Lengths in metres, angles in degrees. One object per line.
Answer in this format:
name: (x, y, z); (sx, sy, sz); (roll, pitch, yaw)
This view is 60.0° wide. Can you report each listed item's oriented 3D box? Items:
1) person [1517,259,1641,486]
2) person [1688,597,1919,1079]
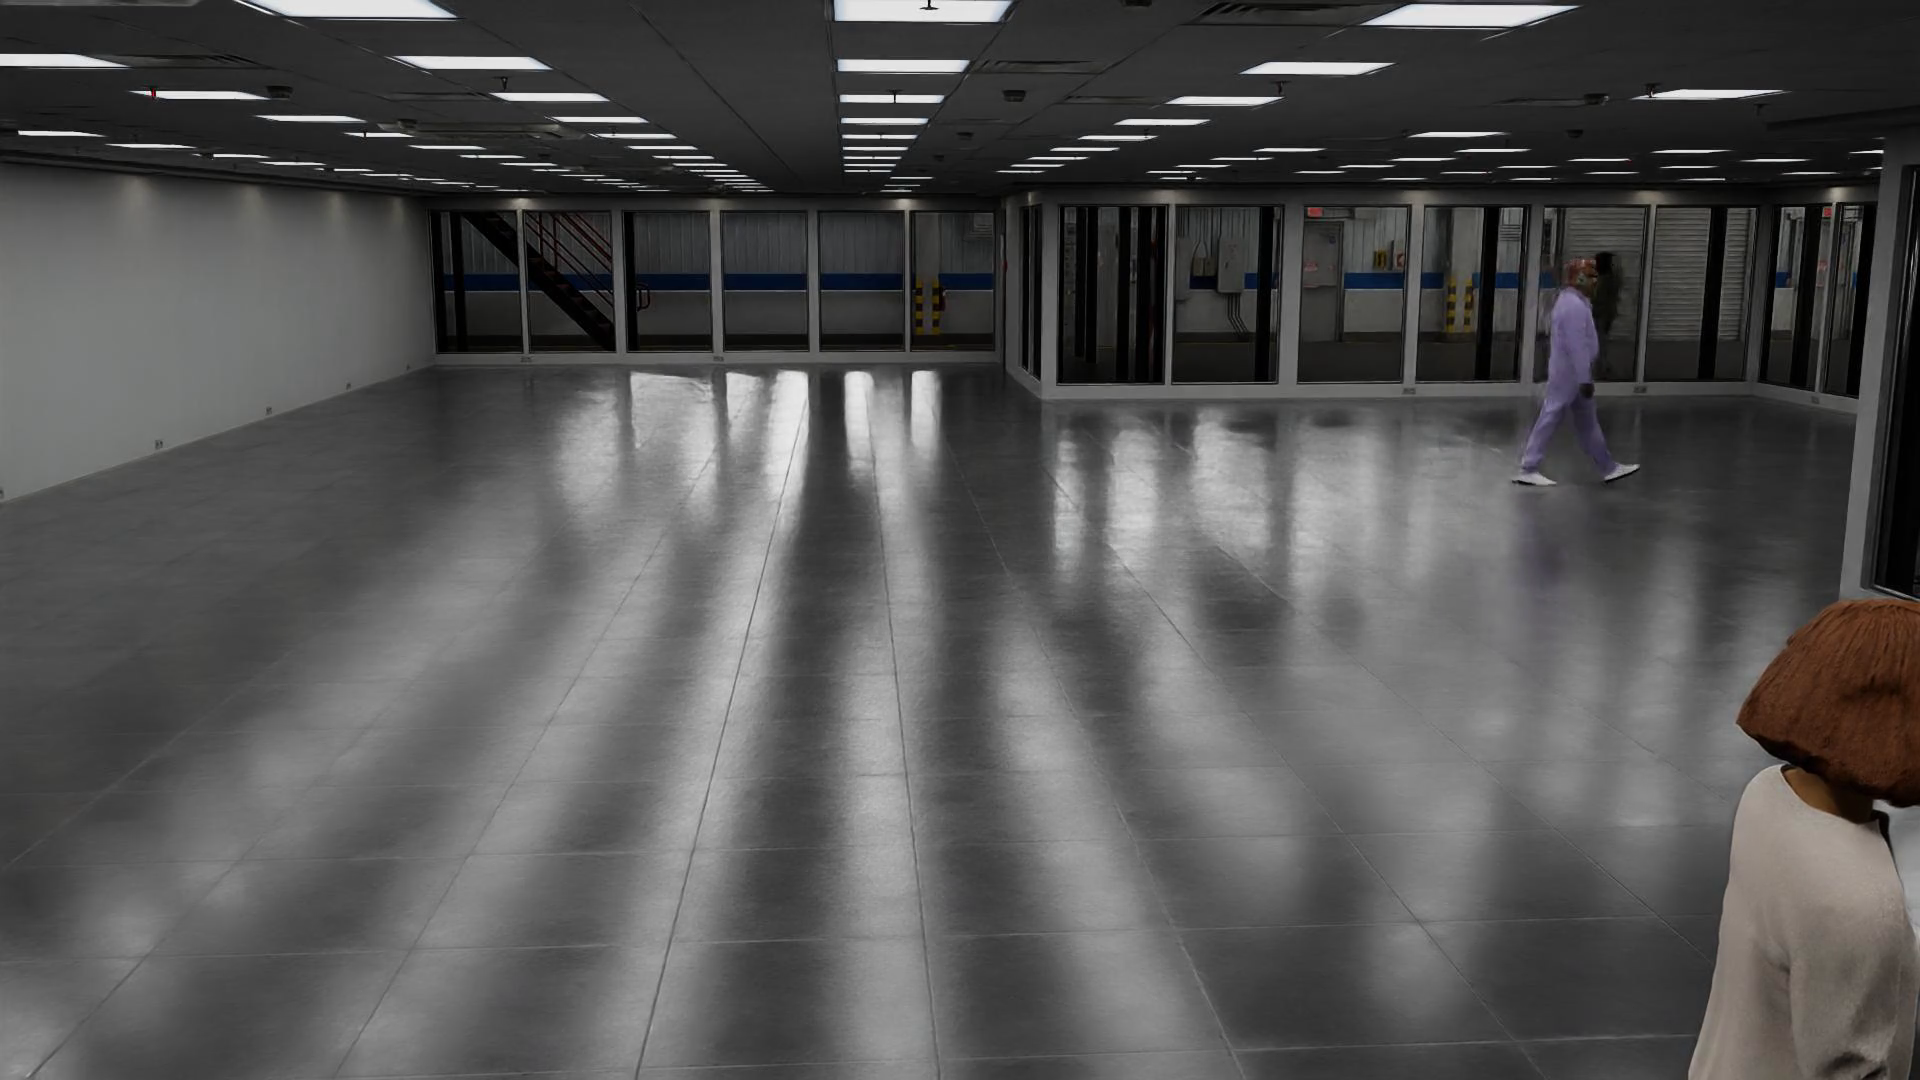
person: (5.091, -1.350, 13.604); (0.988, 1.855, 0.674); (4, 11, 19)
person: (1.134, 0.871, 2.261); (0.288, 1.626, 0.497); (3, 11, 14)
